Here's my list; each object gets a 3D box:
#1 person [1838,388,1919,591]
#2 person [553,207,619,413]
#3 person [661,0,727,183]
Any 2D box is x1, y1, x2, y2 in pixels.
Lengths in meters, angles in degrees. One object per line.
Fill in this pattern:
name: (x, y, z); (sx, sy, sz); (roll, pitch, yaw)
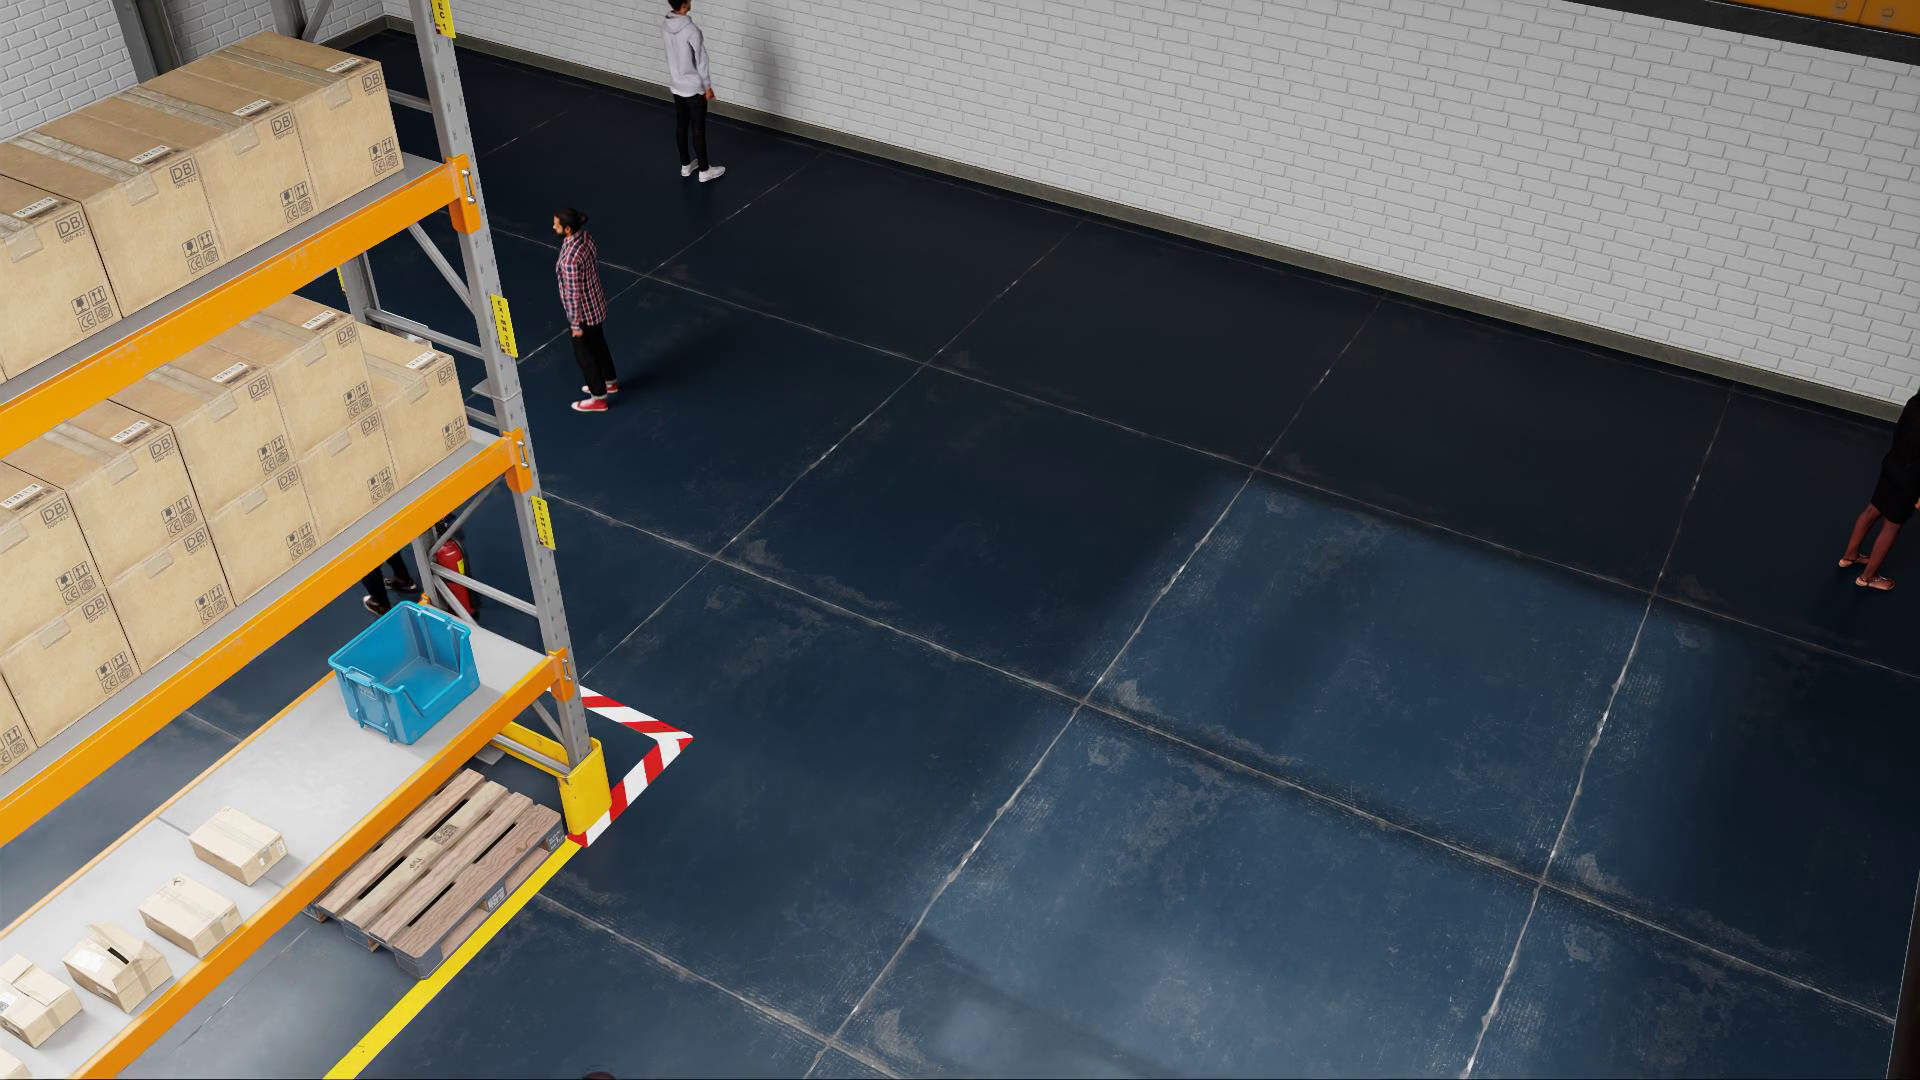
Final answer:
person: (6.474, -0.434, 11.395); (0.740, 1.721, 0.637); (-4, 39, -4)
person: (-2.960, -1.831, 13.114); (0.836, 1.757, 0.690); (3, 39, 4)
person: (-2.666, -4.467, 16.277); (0.699, 1.930, 0.614); (24, 45, 27)
